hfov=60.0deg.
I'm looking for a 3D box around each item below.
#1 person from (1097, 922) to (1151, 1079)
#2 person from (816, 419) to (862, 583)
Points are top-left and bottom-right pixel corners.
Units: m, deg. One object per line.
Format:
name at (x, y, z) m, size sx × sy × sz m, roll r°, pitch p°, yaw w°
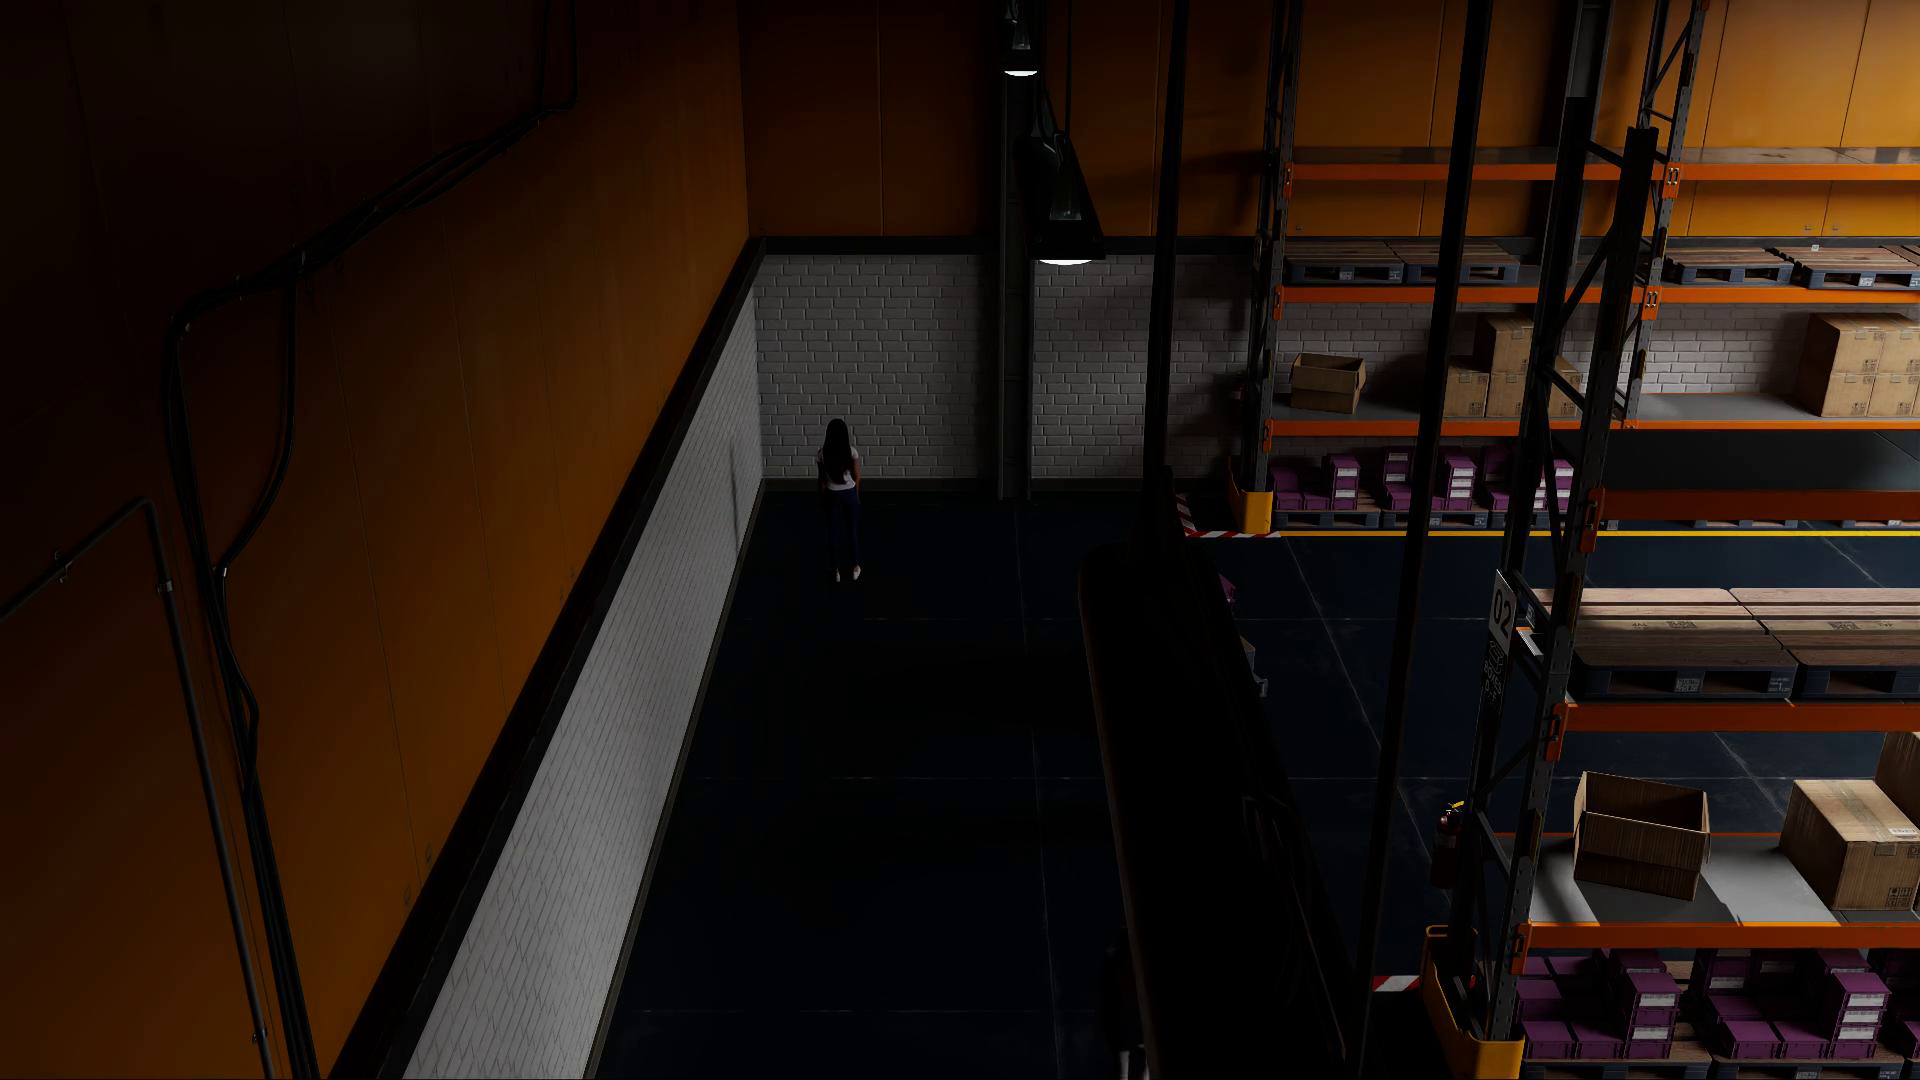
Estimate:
person at (0.995, 2.933, 9.896) m, size 0.640 × 1.497 × 0.731 m, roll 9°, pitch 25°, yaw 20°
person at (-1.234, -0.415, 17.209) m, size 0.503 × 1.774 × 0.680 m, roll -4°, pitch 24°, yaw -9°
